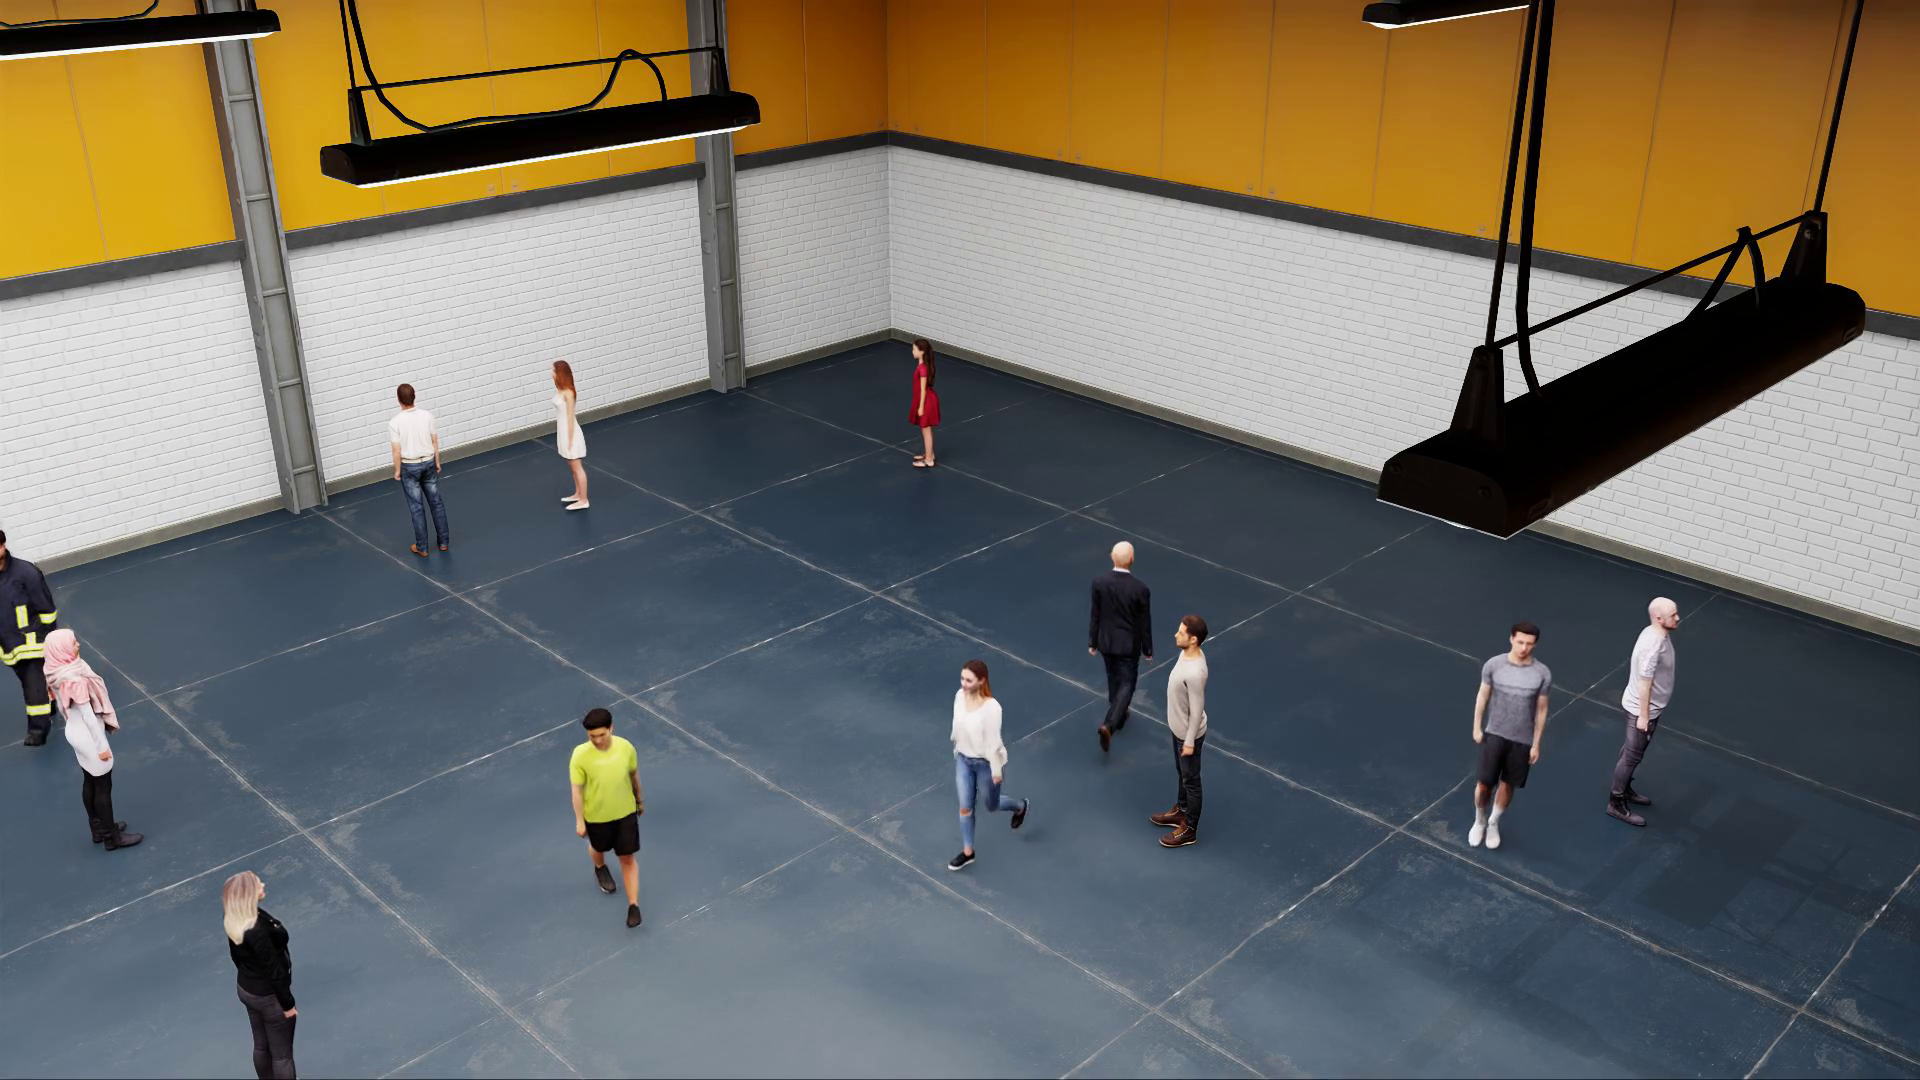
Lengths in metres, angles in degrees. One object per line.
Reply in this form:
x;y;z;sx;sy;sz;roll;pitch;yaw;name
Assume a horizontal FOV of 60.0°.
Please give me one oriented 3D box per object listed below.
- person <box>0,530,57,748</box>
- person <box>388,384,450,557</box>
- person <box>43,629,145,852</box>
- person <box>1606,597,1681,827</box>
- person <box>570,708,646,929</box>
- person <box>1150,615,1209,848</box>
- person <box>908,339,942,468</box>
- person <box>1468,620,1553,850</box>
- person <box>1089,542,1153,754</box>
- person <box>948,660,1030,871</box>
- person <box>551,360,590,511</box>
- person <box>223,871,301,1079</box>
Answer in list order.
-7.848;0.732;13.914;1.185;1.889;1.216;-2;24;-4;person
-5.639;-0.742;17.328;0.540;1.856;0.745;-17;29;-34;person
-6.470;1.472;12.327;0.636;1.804;0.604;19;30;37;person
5.246;1.269;12.757;0.790;1.831;0.613;12;27;26;person
-2.479;1.842;11.660;1.161;1.661;1.037;-10;26;-22;person
1.699;1.405;12.401;0.784;1.868;0.744;-2;24;-5;person
-0.408;-1.641;19.764;0.747;1.551;0.687;0;24;1;person
4.106;1.409;12.401;0.790;1.860;0.834;8;25;17;person
1.292;0.886;13.699;0.942;1.779;1.195;10;26;22;person
0.192;1.609;12.181;0.974;1.670;0.612;-21;31;-40;person
-4.336;-1.186;18.524;0.618;1.711;0.626;-11;26;-24;person
-4.075;2.668;9.737;0.628;1.686;0.560;18;29;35;person
